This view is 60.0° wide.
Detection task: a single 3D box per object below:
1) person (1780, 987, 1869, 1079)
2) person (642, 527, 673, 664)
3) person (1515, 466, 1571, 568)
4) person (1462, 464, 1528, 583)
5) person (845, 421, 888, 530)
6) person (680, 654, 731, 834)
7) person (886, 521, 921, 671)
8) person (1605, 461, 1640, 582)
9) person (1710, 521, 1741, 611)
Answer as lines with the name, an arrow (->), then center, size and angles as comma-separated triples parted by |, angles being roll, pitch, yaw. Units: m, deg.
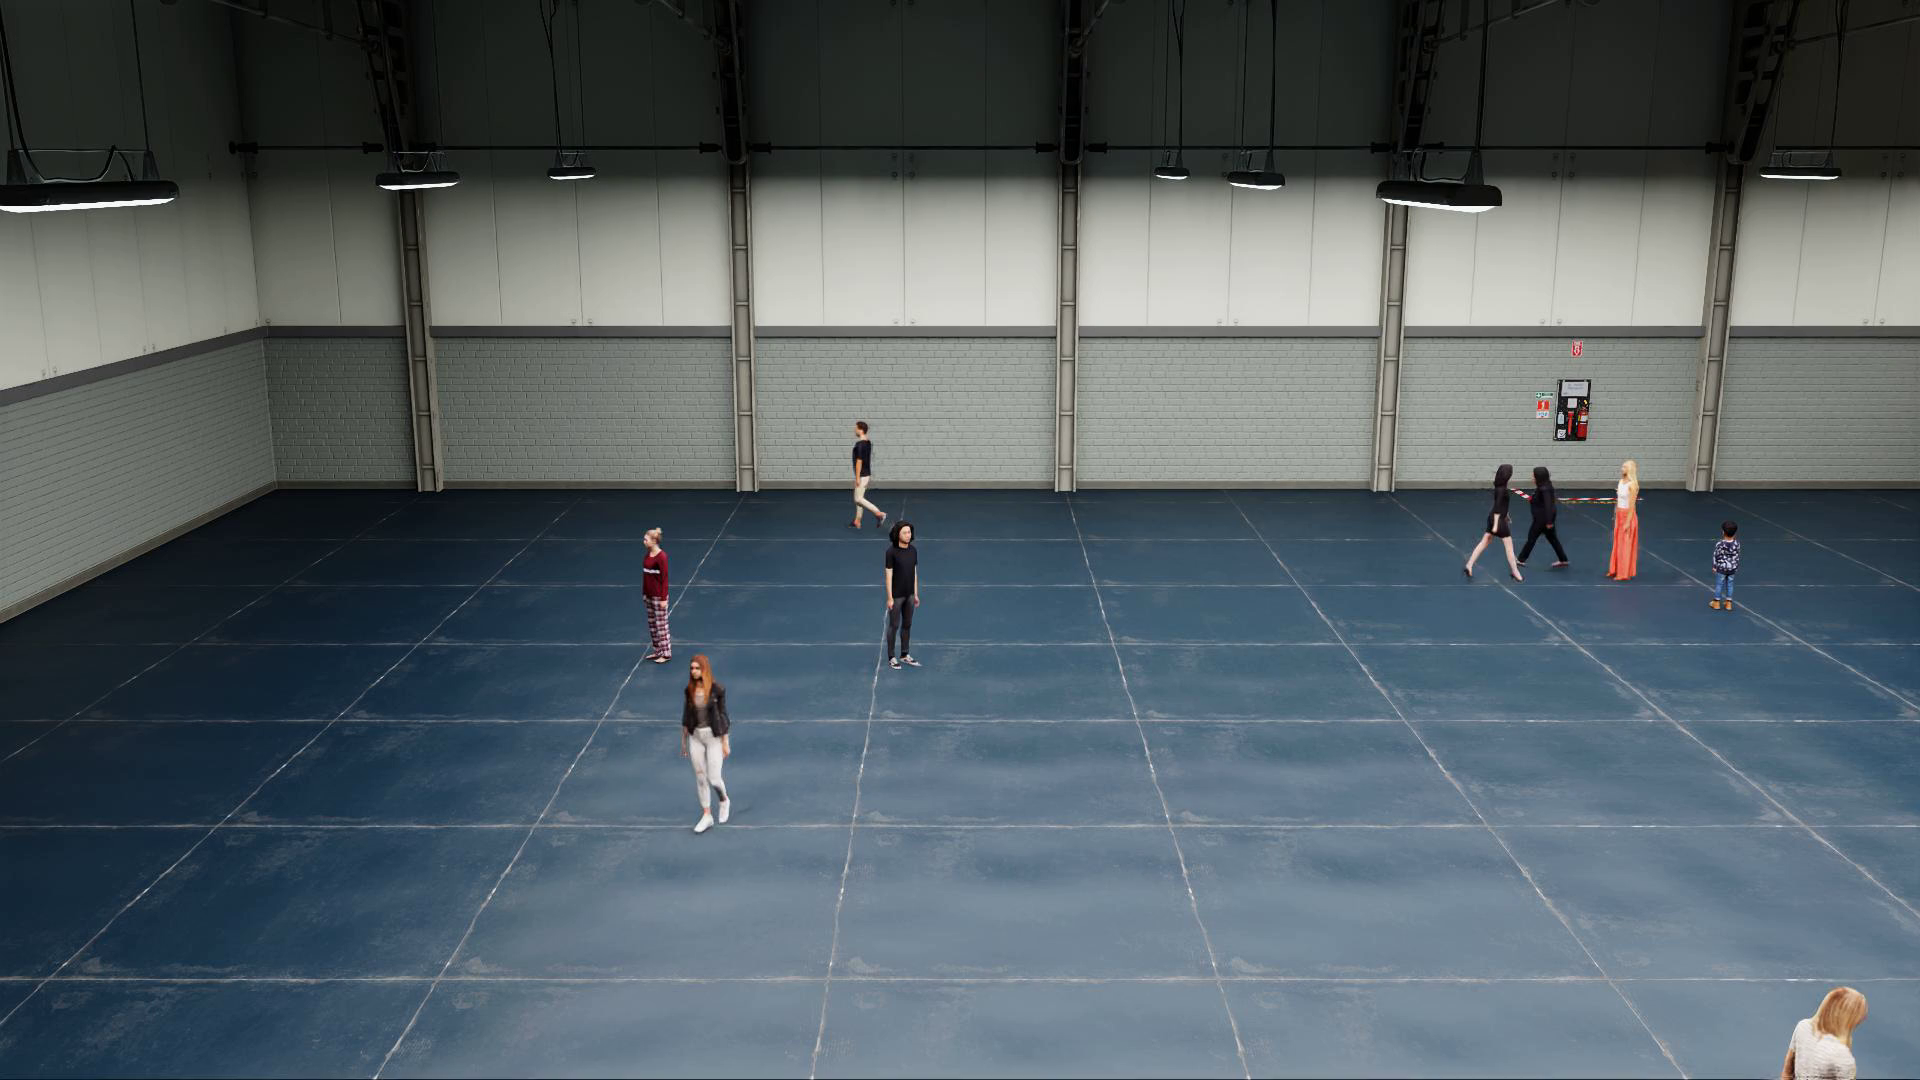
person -> 4.627, 3.287, 9.171 | 0.724, 1.799, 0.676 | -4, 14, -16
person -> -3.772, 0.675, 20.669 | 0.725, 1.701, 0.688 | -11, 17, -39
person -> 8.944, -0.300, 25.196 | 1.207, 1.557, 0.876 | 4, 14, 16
person -> 7.779, -0.192, 24.384 | 1.168, 1.713, 0.719 | 2, 13, 9
person -> -1.572, -1.055, 27.838 | 1.060, 1.837, 0.807 | 3, 13, 13
person -> -2.334, 1.864, 15.543 | 0.719, 1.697, 0.791 | 4, 14, 18
person -> -0.724, 0.643, 20.507 | 0.677, 1.837, 0.766 | -10, 16, -37
person -> 9.857, -0.290, 24.611 | 0.572, 1.802, 0.623 | 0, 13, -2
person -> 10.641, 0.344, 23.093 | 0.457, 1.252, 0.572 | 2, 13, 7
